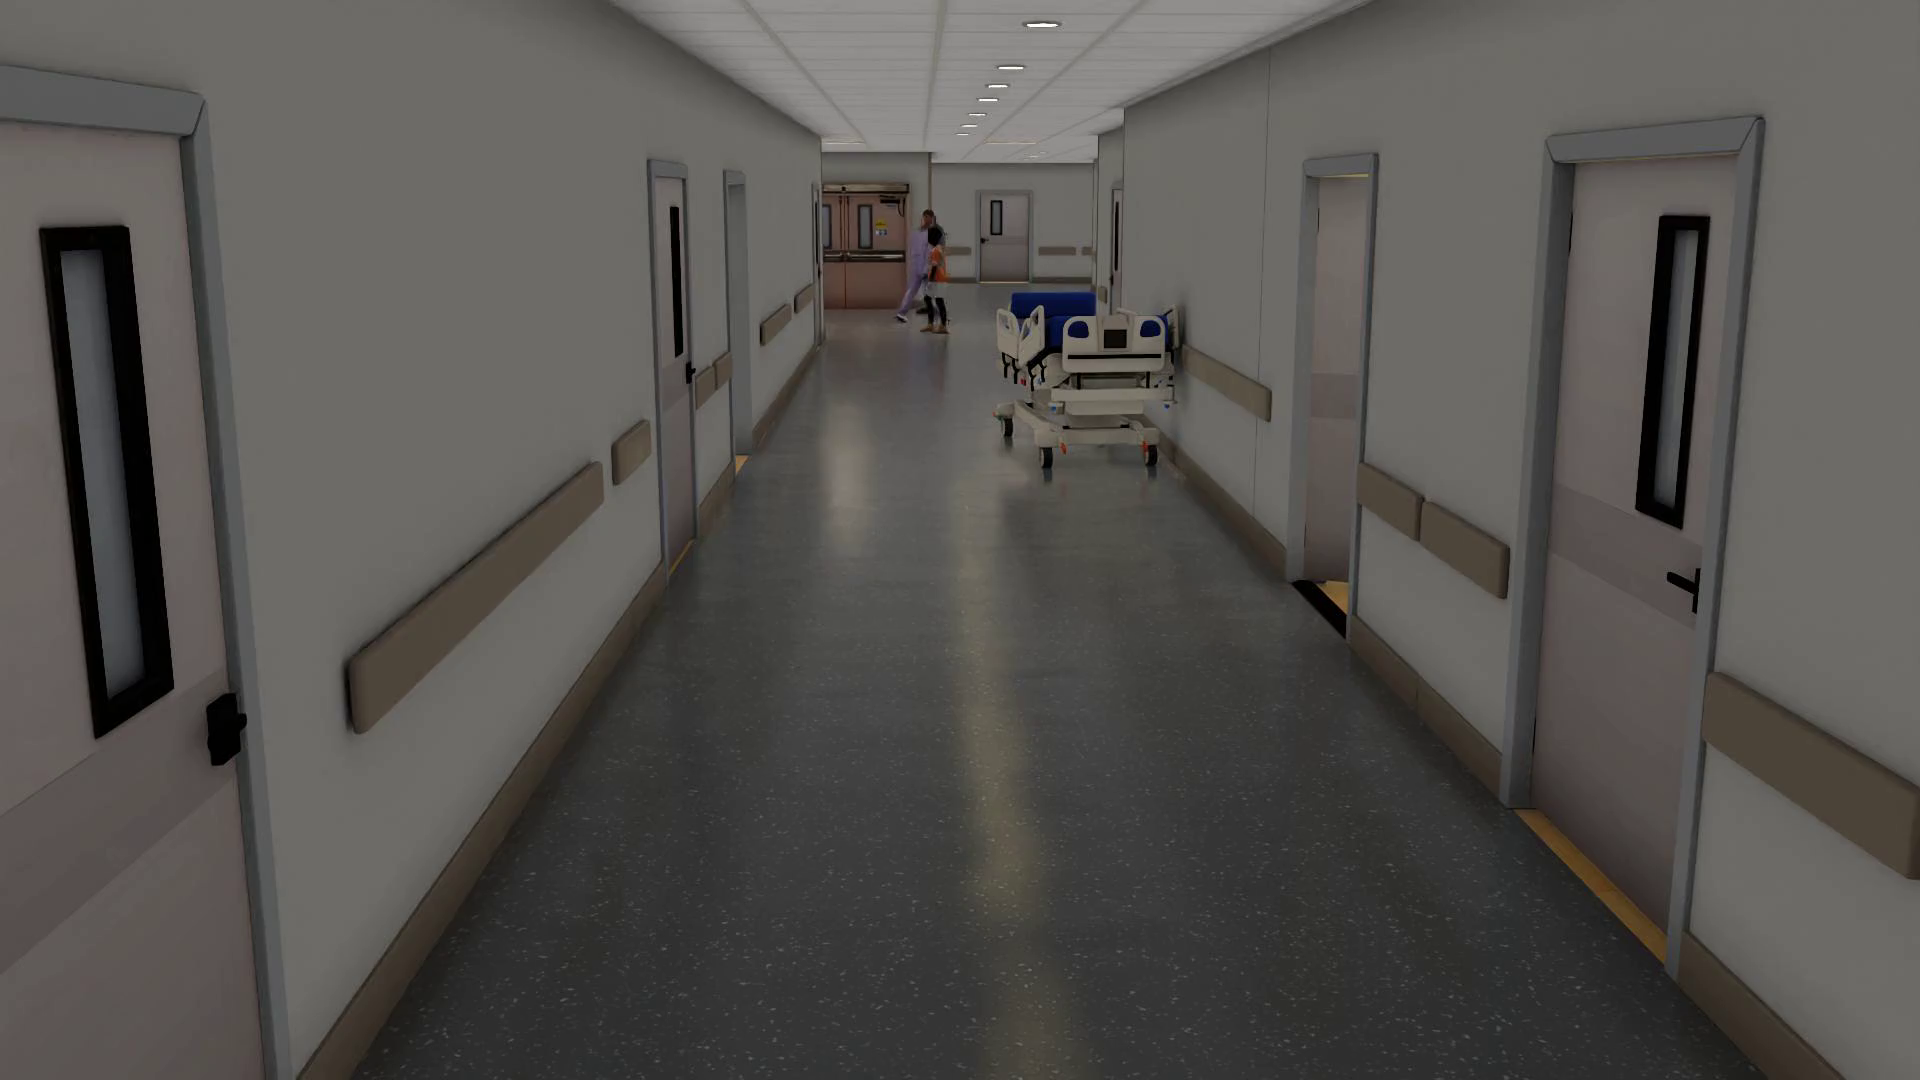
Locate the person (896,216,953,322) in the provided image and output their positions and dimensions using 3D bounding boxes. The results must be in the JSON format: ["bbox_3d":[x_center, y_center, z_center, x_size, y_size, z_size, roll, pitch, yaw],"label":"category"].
[{"bbox_3d":[-0.642,-4.691,28.853,1.043,1.850,0.637,-10,15,-39],"label":"person"}]

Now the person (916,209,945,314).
[{"bbox_3d":[-0.557,-5.162,30.897,0.635,1.937,0.353,9,15,38],"label":"person"}]

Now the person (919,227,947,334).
[{"bbox_3d":[-0.465,-4.117,26.417,0.591,1.675,0.557,0,12,0],"label":"person"}]
